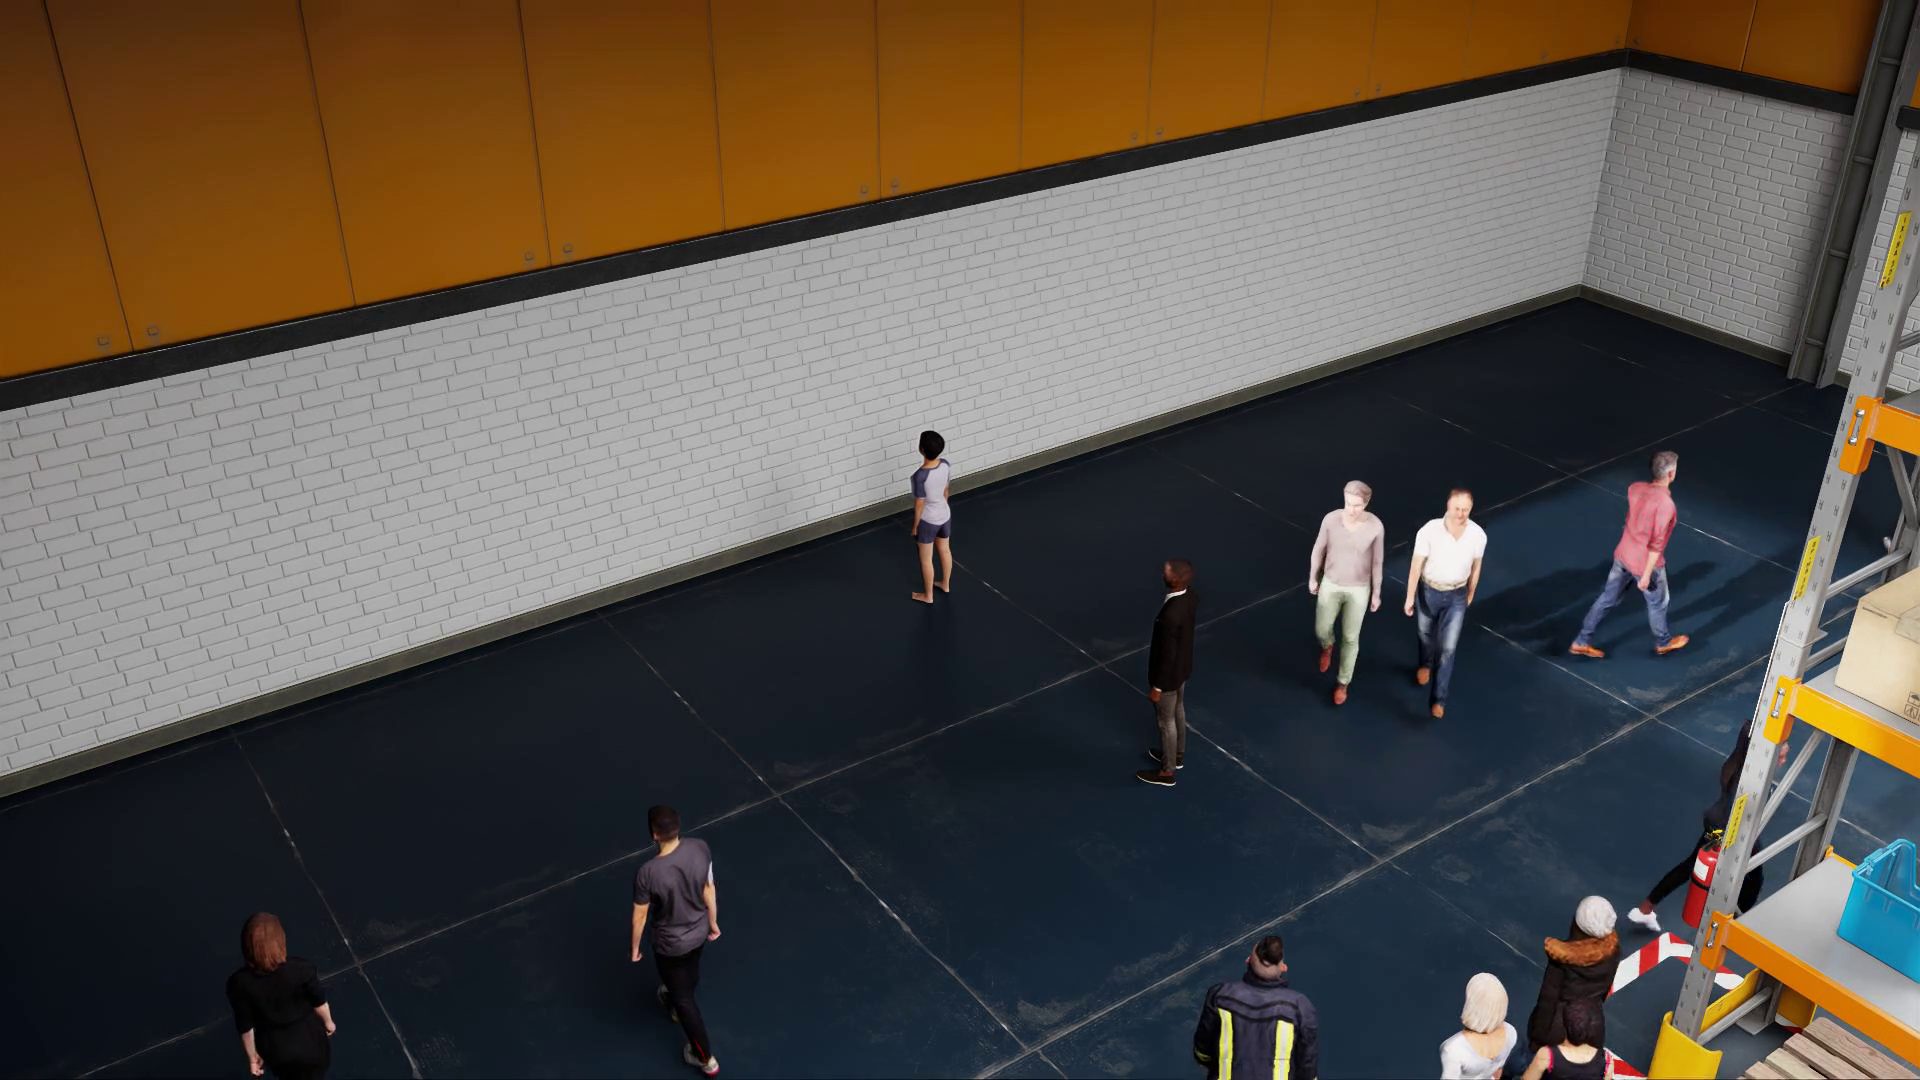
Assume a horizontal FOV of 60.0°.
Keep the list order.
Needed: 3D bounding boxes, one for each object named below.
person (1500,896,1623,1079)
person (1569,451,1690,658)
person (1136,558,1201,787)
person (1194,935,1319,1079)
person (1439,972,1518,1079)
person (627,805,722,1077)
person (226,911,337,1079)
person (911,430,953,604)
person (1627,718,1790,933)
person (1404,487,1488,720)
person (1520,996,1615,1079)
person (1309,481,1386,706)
[{"bbox_3d":[3.257,2.620,8.806,0.877,1.598,1.084,-6,29,-11],"label":"person"},{"bbox_3d":[5.252,0.179,13.093,1.087,1.777,1.276,-5,29,-9],"label":"person"},{"bbox_3d":[1.494,0.913,11.721,0.740,1.802,0.741,13,31,22],"label":"person"},{"bbox_3d":[1.451,2.764,8.304,1.186,1.826,1.229,7,29,12],"label":"person"},{"bbox_3d":[2.512,2.837,8.246,0.597,1.752,0.558,-13,31,-22],"label":"person"},{"bbox_3d":[-1.541,2.264,9.314,0.727,1.736,1.023,-22,36,-35],"label":"person"},{"bbox_3d":[-3.457,2.693,8.583,0.781,1.683,0.933,-5,29,-9],"label":"person"},{"bbox_3d":[-0.238,-0.213,14.032,0.590,1.566,0.608,23,36,36],"label":"person"},{"bbox_3d":[4.633,1.807,10.186,1.156,1.702,1.157,1,29,1],"label":"person"},{"bbox_3d":[3.674,0.372,12.706,1.235,1.810,1.192,9,30,16],"label":"person"},{"bbox_3d":[2.982,2.958,8.275,0.944,1.513,1.081,1,29,1],"label":"person"},{"bbox_3d":[2.971,0.326,12.745,0.975,1.852,1.018,9,30,15],"label":"person"}]
